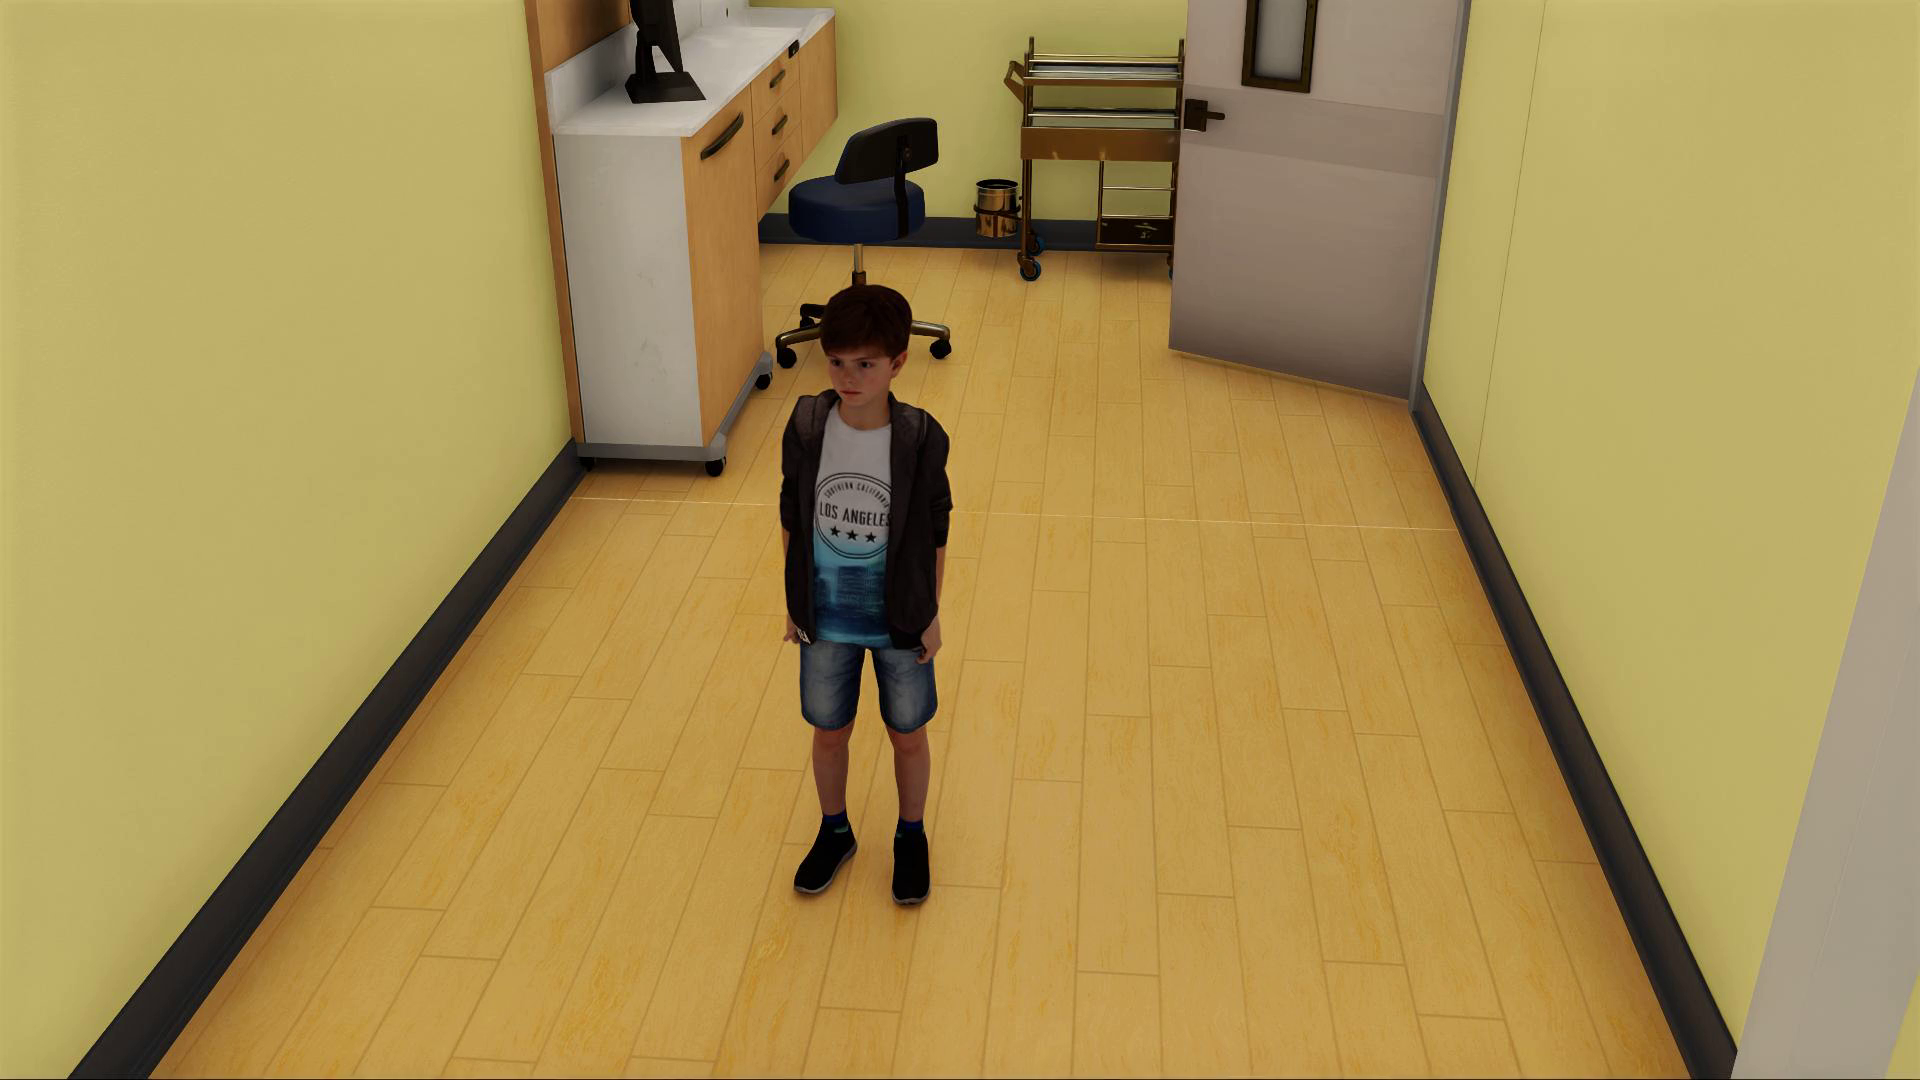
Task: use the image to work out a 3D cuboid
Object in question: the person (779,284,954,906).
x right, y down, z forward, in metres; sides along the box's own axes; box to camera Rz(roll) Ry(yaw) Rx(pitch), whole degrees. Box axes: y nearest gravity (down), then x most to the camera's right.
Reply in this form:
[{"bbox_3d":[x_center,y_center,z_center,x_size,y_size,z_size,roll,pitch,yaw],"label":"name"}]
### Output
[{"bbox_3d":[-0.205,0.139,3.680,0.468,1.447,0.600,4,26,8],"label":"person"}]
